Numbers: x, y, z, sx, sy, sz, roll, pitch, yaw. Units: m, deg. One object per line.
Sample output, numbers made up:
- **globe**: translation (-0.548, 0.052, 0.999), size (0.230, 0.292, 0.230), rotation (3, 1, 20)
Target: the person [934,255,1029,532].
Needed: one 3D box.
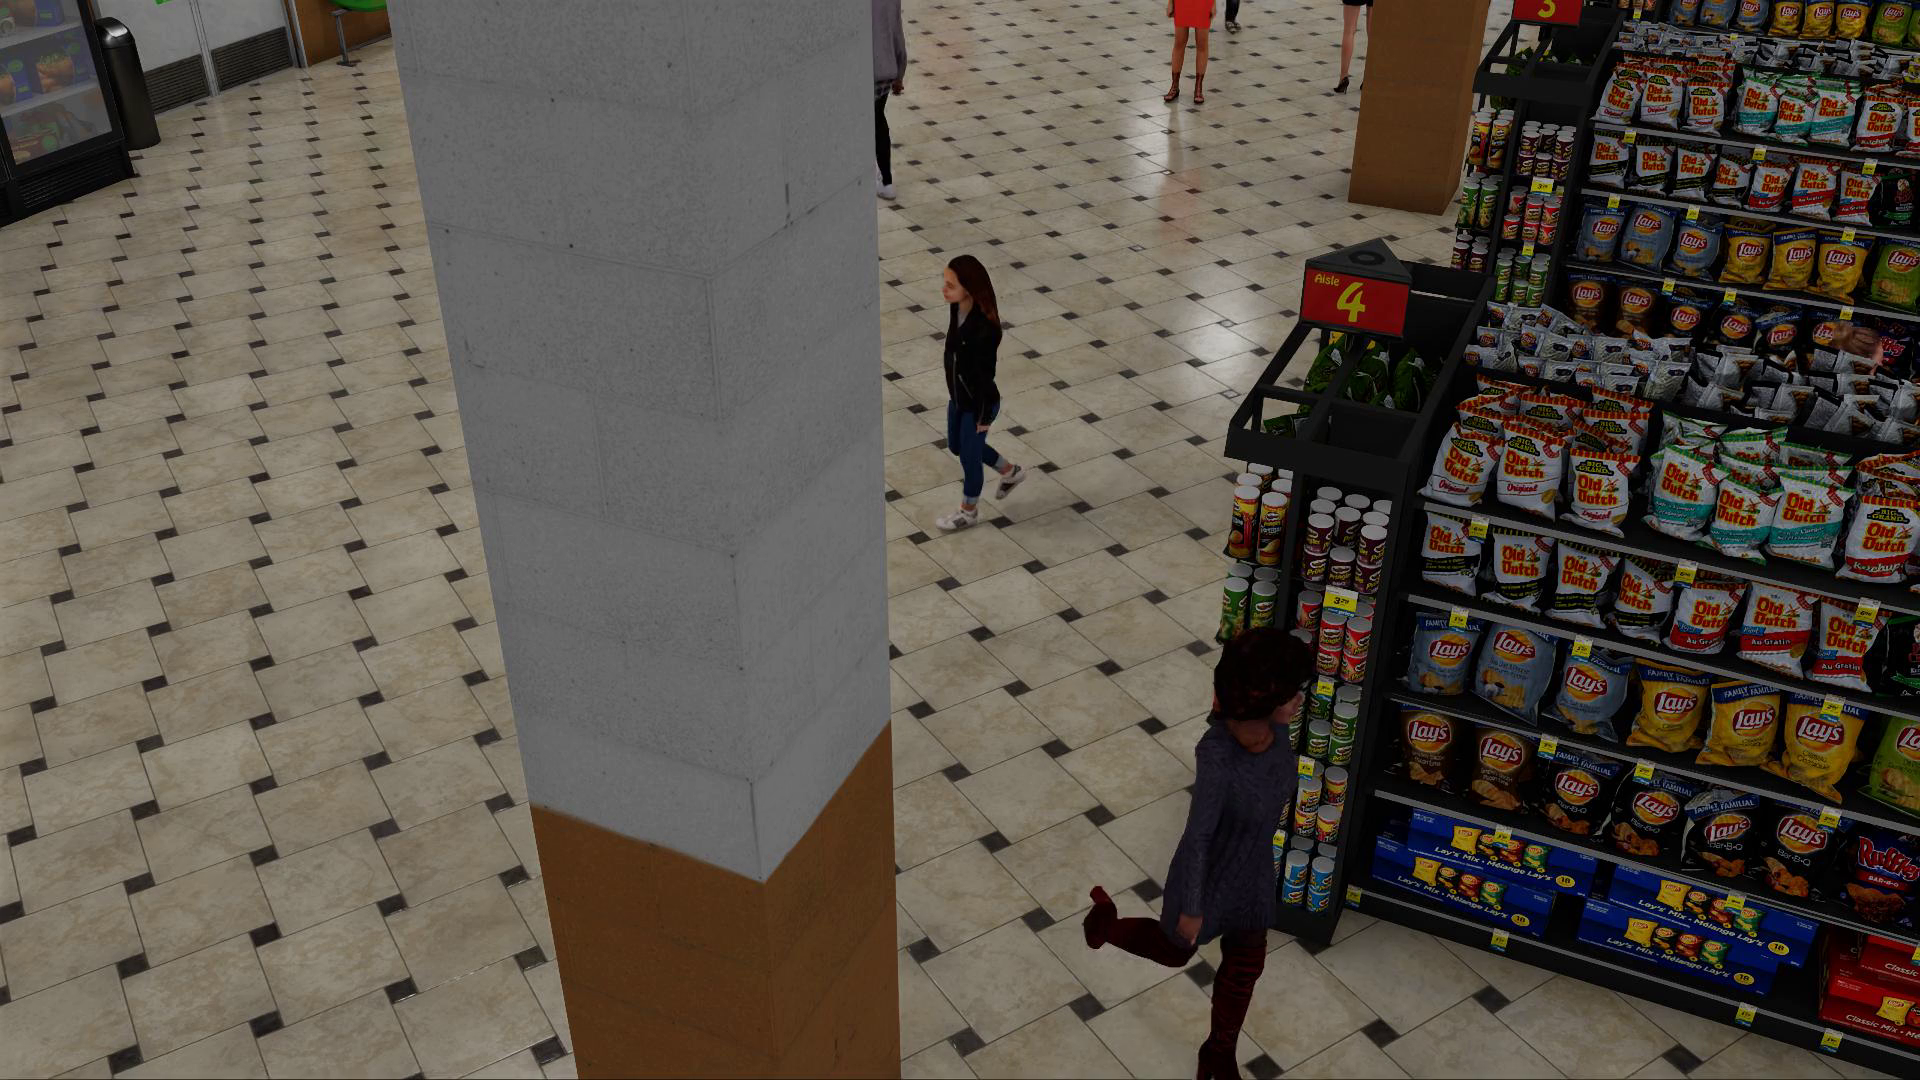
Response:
- **person**: translation (0.126, -0.705, 8.039), size (0.854, 1.467, 0.804), rotation (-12, 34, -18)

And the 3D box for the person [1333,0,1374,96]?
- **person**: translation (3.443, -4.706, 14.184), size (0.622, 1.768, 0.714), rotation (-5, 32, -8)

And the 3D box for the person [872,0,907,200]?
- **person**: translation (-0.560, -3.293, 11.924), size (0.732, 1.757, 0.763), rotation (-23, 39, -32)

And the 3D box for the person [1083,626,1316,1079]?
- **person**: translation (0.736, 0.985, 5.121), size (0.892, 1.681, 1.135), rotation (-23, 39, -32)

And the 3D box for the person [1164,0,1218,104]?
- **person**: translation (1.973, -4.570, 14.012), size (0.534, 1.719, 0.689), rotation (7, 32, 10)
